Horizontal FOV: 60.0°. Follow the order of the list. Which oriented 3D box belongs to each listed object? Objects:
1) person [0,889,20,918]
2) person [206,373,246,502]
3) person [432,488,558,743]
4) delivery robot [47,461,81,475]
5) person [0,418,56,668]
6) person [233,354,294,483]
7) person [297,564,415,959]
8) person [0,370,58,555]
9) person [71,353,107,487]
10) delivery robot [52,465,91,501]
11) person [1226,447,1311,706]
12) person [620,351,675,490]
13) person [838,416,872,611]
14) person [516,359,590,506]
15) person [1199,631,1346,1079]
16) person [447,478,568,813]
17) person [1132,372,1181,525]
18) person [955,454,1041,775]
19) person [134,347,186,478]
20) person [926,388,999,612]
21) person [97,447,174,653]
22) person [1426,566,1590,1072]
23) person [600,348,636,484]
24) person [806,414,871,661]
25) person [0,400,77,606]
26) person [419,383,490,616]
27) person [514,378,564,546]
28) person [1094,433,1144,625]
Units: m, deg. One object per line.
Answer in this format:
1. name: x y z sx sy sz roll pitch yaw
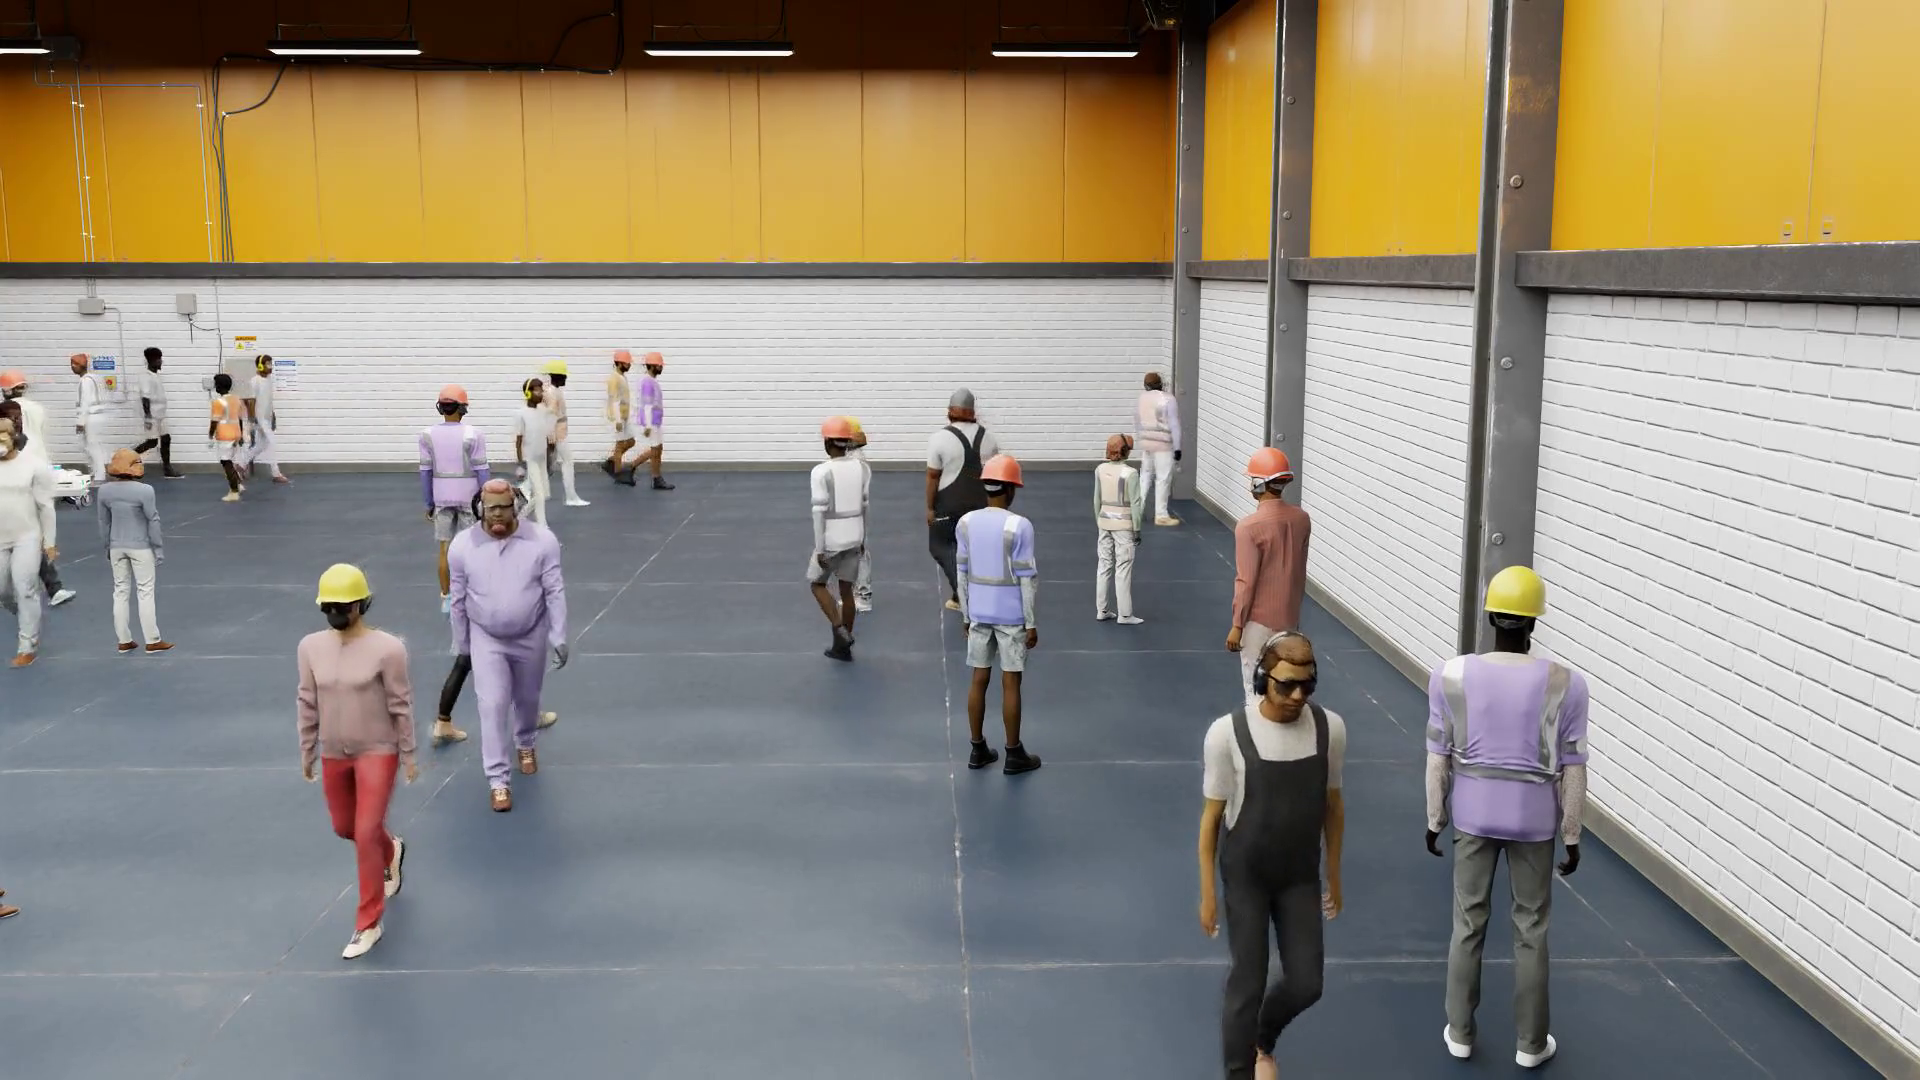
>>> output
1. person: -4.659 0.962 7.773 0.277 1.633 0.507 -8 12 -39
2. person: -9.559 -1.326 21.631 0.370 1.684 0.538 1 9 4
3. person: -3.063 0.473 10.715 0.541 1.651 0.861 7 12 38
4. delivery robot: -11.733 -0.771 21.409 0.707 0.478 0.477 -9 13 -44
5. person: -7.269 0.002 12.827 0.636 1.915 0.627 -1 9 -7
6. person: -9.958 -1.721 23.621 0.851 1.843 0.512 0 9 3
7. person: -2.717 0.941 7.598 0.531 1.744 0.756 1 9 9
8. person: -9.970 -0.807 17.588 0.858 1.961 0.616 4 10 23
9. person: -12.119 -1.653 23.067 0.458 1.868 0.590 -6 11 -31
10. delivery robot: -11.382 -0.702 20.987 0.707 0.478 0.477 -2 9 -13
11. person: 1.810 0.446 9.830 0.611 1.995 0.380 -8 12 -41
12. person: -4.279 -1.622 22.731 0.631 1.923 0.550 0 9 -2
13. person: -0.955 -0.234 14.777 0.322 1.741 0.489 -1 9 -8
14. person: -5.225 -1.359 21.195 0.844 1.904 0.586 -3 10 -19
15. person: 1.090 1.184 5.831 0.566 1.821 0.480 -2 9 -11
16. person: -2.617 0.545 9.640 0.633 1.866 0.932 -3 10 -18
17. person: 2.336 -1.074 19.742 0.431 1.812 0.700 -7 12 -38
18. person: 0.242 0.447 10.025 0.542 1.930 0.366 6 11 32
19. person: -11.684 -1.813 23.905 0.798 1.935 0.622 -2 9 -10
20. person: 0.021 -0.345 14.542 0.691 2.000 0.714 -5 11 -30
21. person: -6.539 0.084 13.150 0.498 1.634 0.284 2 9 9
22. person: 2.063 1.052 6.317 0.585 1.928 0.369 4 10 23
23. person: -4.798 -1.733 23.429 0.487 1.923 0.560 1 9 5
24. person: -0.927 -0.003 12.809 0.553 1.922 0.440 -7 11 -35
25. person: -8.415 -0.308 14.851 1.005 1.867 0.598 5 11 29
26. person: -4.393 -0.346 14.549 0.604 2.042 0.381 1 9 4
27. person: -4.697 -0.866 18.324 0.709 1.857 0.558 4 10 24
28. person: 1.350 -0.091 14.211 0.306 1.640 0.521 -8 12 -40
